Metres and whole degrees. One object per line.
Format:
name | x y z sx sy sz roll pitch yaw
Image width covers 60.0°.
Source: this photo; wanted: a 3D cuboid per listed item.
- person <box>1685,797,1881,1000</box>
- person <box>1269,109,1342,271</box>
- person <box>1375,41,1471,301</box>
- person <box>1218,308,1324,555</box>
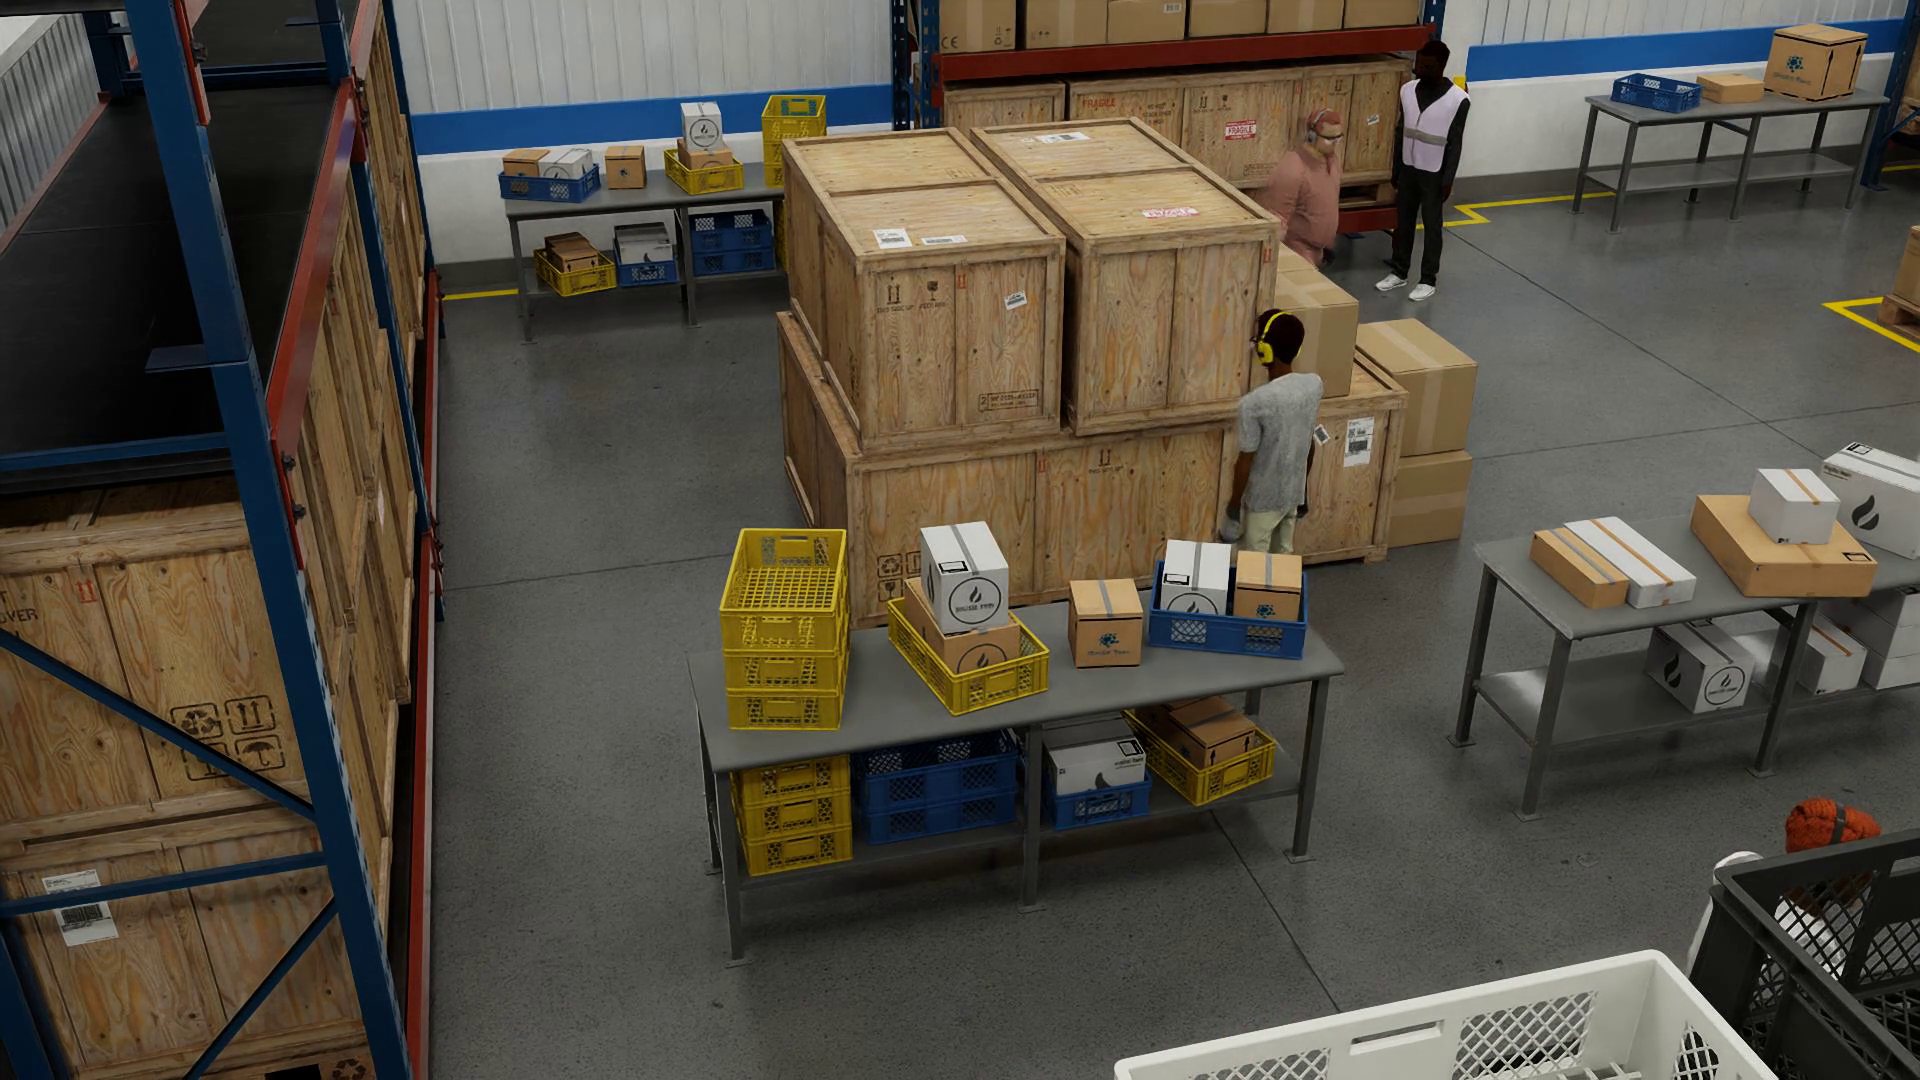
person | 2.210 1.513 4.683 0.362 1.883 0.576 -2 29 -3
person | 2.231 -1.894 10.868 0.429 1.879 0.749 17 33 28
person | 3.468 -2.758 12.413 0.394 1.909 0.581 -21 35 -33
person | 1.449 -0.177 7.786 0.518 1.856 0.328 -22 36 -34
